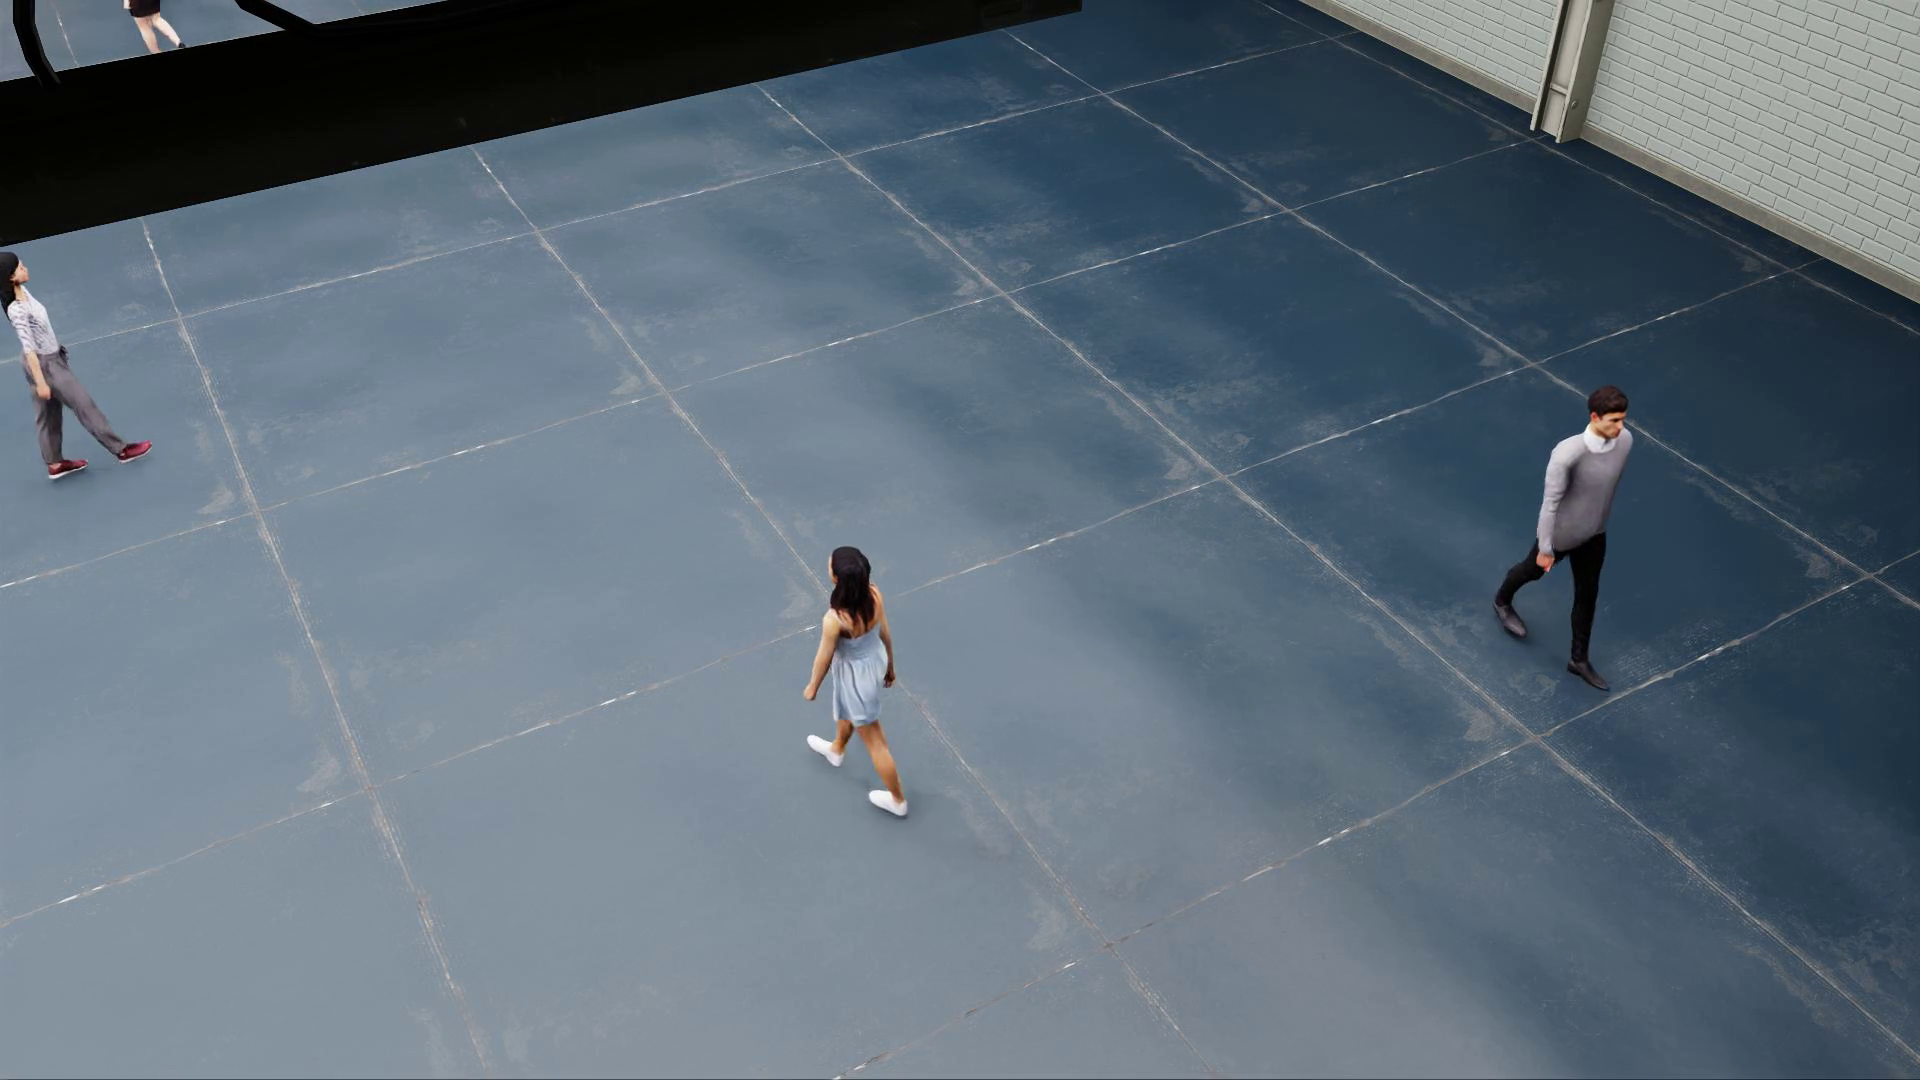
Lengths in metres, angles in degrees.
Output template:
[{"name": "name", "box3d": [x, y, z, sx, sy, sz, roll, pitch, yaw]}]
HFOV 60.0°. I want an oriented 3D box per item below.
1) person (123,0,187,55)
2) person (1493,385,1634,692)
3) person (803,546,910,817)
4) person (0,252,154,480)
[{"name": "person", "box3d": [-8.258, -5.516, 16.904, 0.864, 1.640, 0.778, 15, 41, 19]}, {"name": "person", "box3d": [3.532, -0.107, 9.799, 0.871, 1.875, 1.253, -14, 40, -17]}, {"name": "person", "box3d": [-0.456, 0.792, 8.794, 1.086, 1.698, 0.887, 20, 42, 24]}, {"name": "person", "box3d": [-6.285, -1.142, 11.252, 0.695, 1.714, 0.860, -19, 42, -22]}]
